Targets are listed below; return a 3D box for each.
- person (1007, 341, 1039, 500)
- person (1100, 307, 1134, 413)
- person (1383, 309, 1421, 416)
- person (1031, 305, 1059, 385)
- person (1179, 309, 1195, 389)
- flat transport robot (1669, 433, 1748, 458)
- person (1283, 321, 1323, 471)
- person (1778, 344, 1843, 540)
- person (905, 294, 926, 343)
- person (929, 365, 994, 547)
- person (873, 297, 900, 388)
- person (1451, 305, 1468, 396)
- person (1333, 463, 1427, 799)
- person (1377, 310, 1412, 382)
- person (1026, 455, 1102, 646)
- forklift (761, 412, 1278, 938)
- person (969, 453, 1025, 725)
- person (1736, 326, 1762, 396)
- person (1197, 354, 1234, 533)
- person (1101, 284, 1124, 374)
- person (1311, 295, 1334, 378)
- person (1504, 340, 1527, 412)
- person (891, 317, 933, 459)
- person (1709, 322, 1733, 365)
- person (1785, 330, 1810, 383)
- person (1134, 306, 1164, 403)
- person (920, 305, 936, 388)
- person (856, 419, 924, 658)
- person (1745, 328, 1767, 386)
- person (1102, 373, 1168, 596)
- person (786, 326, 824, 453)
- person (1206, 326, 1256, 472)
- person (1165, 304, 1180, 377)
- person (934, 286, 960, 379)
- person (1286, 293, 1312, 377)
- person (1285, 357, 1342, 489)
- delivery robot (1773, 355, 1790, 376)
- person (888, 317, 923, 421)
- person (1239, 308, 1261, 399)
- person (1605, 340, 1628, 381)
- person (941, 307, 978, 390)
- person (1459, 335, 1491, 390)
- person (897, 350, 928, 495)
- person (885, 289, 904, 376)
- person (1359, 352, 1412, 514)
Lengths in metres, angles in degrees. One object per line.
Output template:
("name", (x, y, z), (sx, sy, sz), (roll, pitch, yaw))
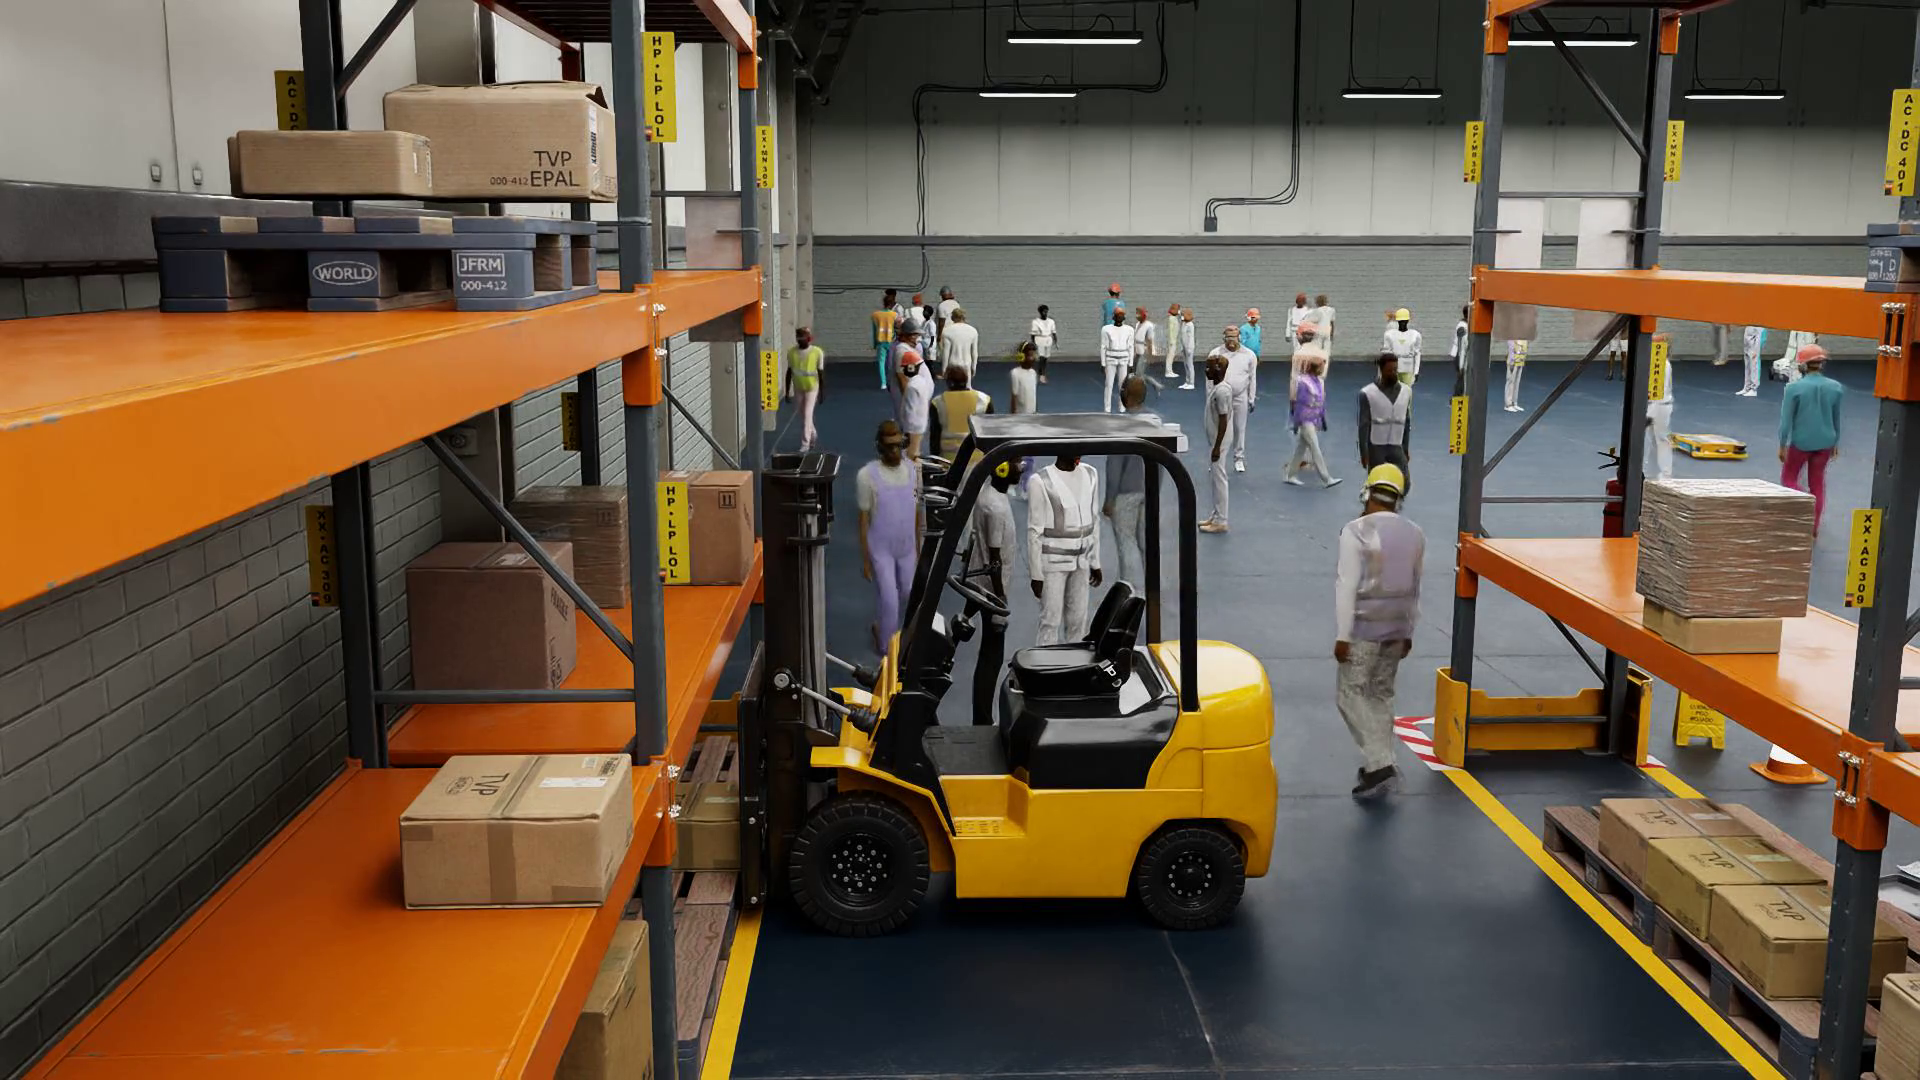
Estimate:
("person", (0.754, -1.364, 19.166), (0.446, 1.849, 0.569), (6, 12, 31))
("person", (2.660, -2.991, 28.152), (0.573, 1.887, 0.356), (-1, 10, -8))
("person", (7.039, -2.724, 26.552), (0.588, 1.927, 0.370), (3, 11, 15))
("person", (1.795, -4.073, 34.817), (0.553, 1.657, 0.843), (-5, 11, -28))
("person", (4.627, -3.888, 33.885), (0.289, 1.629, 0.500), (-2, 10, -11))
("flat transport robot", (10.523, -1.329, 23.396), (0.652, 0.197, 1.431), (1, 10, 8))
("person", (4.445, -1.867, 21.670), (0.649, 1.968, 0.482), (-9, 14, -42))
("person", (8.514, -0.980, 16.711), (0.654, 1.971, 0.447), (0, 10, -1))
("person", (-0.937, -4.461, 36.468), (0.630, 1.856, 0.885), (-1, 10, -5))
("person", (0.033, -0.796, 16.158), (0.668, 1.805, 0.812), (0, 10, -1))
("person", (-1.505, -4.054, 34.157), (0.609, 1.857, 0.994), (2, 10, 10))
("person", (9.007, -3.265, 29.733), (0.396, 1.868, 0.740), (6, 12, 29))
("person", (2.295, 0.494, 9.029), (0.649, 1.788, 0.619), (-6, 12, -30))
("person", (8.913, -3.935, 34.213), (0.845, 1.596, 0.518), (2, 10, 10))
("person", (0.670, 0.165, 10.615), (0.581, 1.880, 0.366), (-8, 13, -39))
("forklift", (0.291, 0.548, 7.580), (2.313, 2.155, 1.214), (0, 10, -2))
("person", (0.215, 0.321, 9.790), (0.326, 1.861, 0.500), (-1, 10, -4))
("person", (15.377, -3.670, 32.359), (0.311, 1.736, 0.483), (0, 10, 2))
("person", (2.641, -0.995, 17.145), (0.337, 1.845, 0.514), (1, 10, 6))
("person", (3.474, -4.765, 37.594), (0.609, 2.044, 0.394), (9, 14, 41))
("person", (7.956, -4.456, 36.523), (0.588, 1.816, 0.378), (-4, 11, -21))
("person", (9.821, -3.087, 29.372), (0.312, 1.642, 0.512), (9, 14, 41))
("person", (-0.603, -1.803, 21.107), (0.535, 2.000, 0.684), (1, 10, 4))
("person", (18.444, -5.243, 40.269), (0.542, 2.000, 0.716), (-2, 10, -9))
("person", (14.363, -3.073, 28.523), (0.372, 1.917, 0.596), (3, 11, 19))
("person", (3.451, -3.421, 30.778), (0.688, 1.816, 0.574), (-3, 11, -17))
("person", (-0.662, -3.949, 34.008), (0.317, 1.700, 0.535), (-5, 11, -24))
("person", (-0.507, 0.068, 11.324), (0.512, 1.820, 0.554), (-6, 12, -31))
("person", (16.580, -4.118, 34.583), (0.340, 1.837, 0.521), (5, 12, 28))
("person", (1.407, -0.377, 13.446), (0.635, 1.937, 0.351), (-8, 13, -39))
("person", (-2.174, -2.140, 23.635), (0.563, 1.815, 0.830), (4, 11, 20))
("person", (3.520, -1.831, 21.636), (0.650, 1.906, 0.401), (2, 10, 9))
("person", (4.723, -4.419, 36.840), (0.282, 1.626, 0.500), (3, 11, 17))
("person", (-0.317, -4.535, 36.323), (0.535, 2.000, 0.686), (8, 13, 37))
("person", (7.593, -4.563, 37.024), (0.579, 1.858, 0.802), (8, 13, 39))
("person", (4.321, -1.420, 20.220), (0.879, 1.582, 0.520), (8, 13, 39))
("delivery robot", (17.705, -3.724, 35.682), (0.477, 0.478, 0.707), (2, 11, 12))
("person", (-0.841, -2.269, 24.097), (0.406, 1.902, 0.637), (-9, 14, -41))
("person", (5.500, -3.504, 31.415), (0.563, 1.742, 0.361), (-9, 14, -41))
("person", (14.215, -4.394, 35.827), (0.545, 1.938, 0.358), (5, 11, 27))
("person", (-0.017, -2.784, 26.858), (0.635, 1.936, 0.353), (-5, 11, -24))
("person", (8.910, -2.993, 28.697), (0.498, 1.691, 0.897), (7, 12, 33))
("person", (-0.553, -1.304, 19.136), (0.339, 1.750, 0.567), (2, 10, 10))
("person", (-1.480, -4.578, 36.775), (0.365, 1.962, 0.610), (-8, 13, -36))
("person", (4.237, -0.909, 16.506), (0.630, 1.899, 0.519), (-4, 11, -19))
